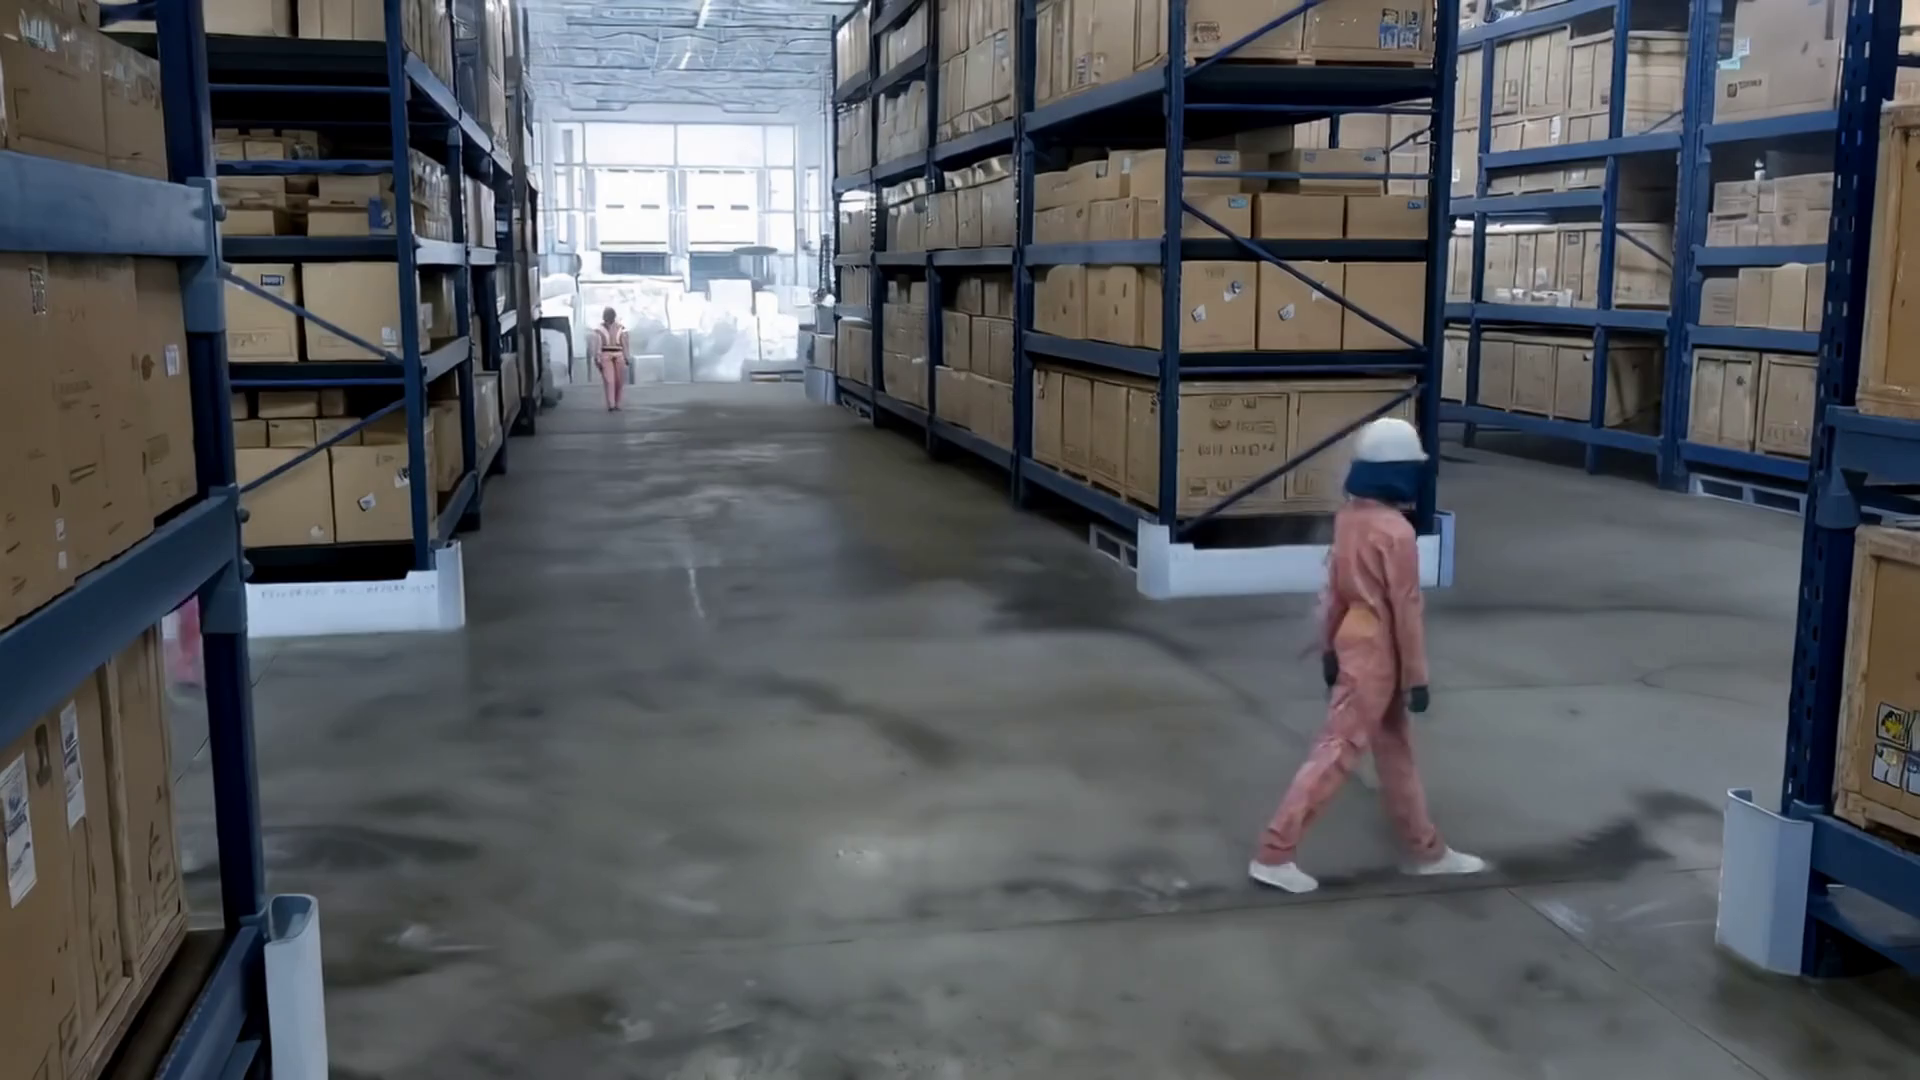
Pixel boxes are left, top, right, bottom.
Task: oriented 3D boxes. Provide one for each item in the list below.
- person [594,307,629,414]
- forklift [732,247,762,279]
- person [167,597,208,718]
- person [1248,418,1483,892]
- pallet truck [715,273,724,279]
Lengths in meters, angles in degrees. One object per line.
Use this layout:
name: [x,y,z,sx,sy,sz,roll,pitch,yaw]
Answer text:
person: [-5.315,-2.745,25.363,0.531,1.622,0.423,-3,10,-18]
forklift: [-6.596,-7.703,51.773,1.129,2.768,1.873,-8,12,-39]
person: [-3.891,-0.006,8.102,0.630,1.825,0.629,3,10,17]
person: [1.449,0.416,5.896,0.919,1.699,0.492,-1,9,-8]
pallet truck: [-8.580,-8.986,62.280,1.885,1.965,0.823,1,9,5]
